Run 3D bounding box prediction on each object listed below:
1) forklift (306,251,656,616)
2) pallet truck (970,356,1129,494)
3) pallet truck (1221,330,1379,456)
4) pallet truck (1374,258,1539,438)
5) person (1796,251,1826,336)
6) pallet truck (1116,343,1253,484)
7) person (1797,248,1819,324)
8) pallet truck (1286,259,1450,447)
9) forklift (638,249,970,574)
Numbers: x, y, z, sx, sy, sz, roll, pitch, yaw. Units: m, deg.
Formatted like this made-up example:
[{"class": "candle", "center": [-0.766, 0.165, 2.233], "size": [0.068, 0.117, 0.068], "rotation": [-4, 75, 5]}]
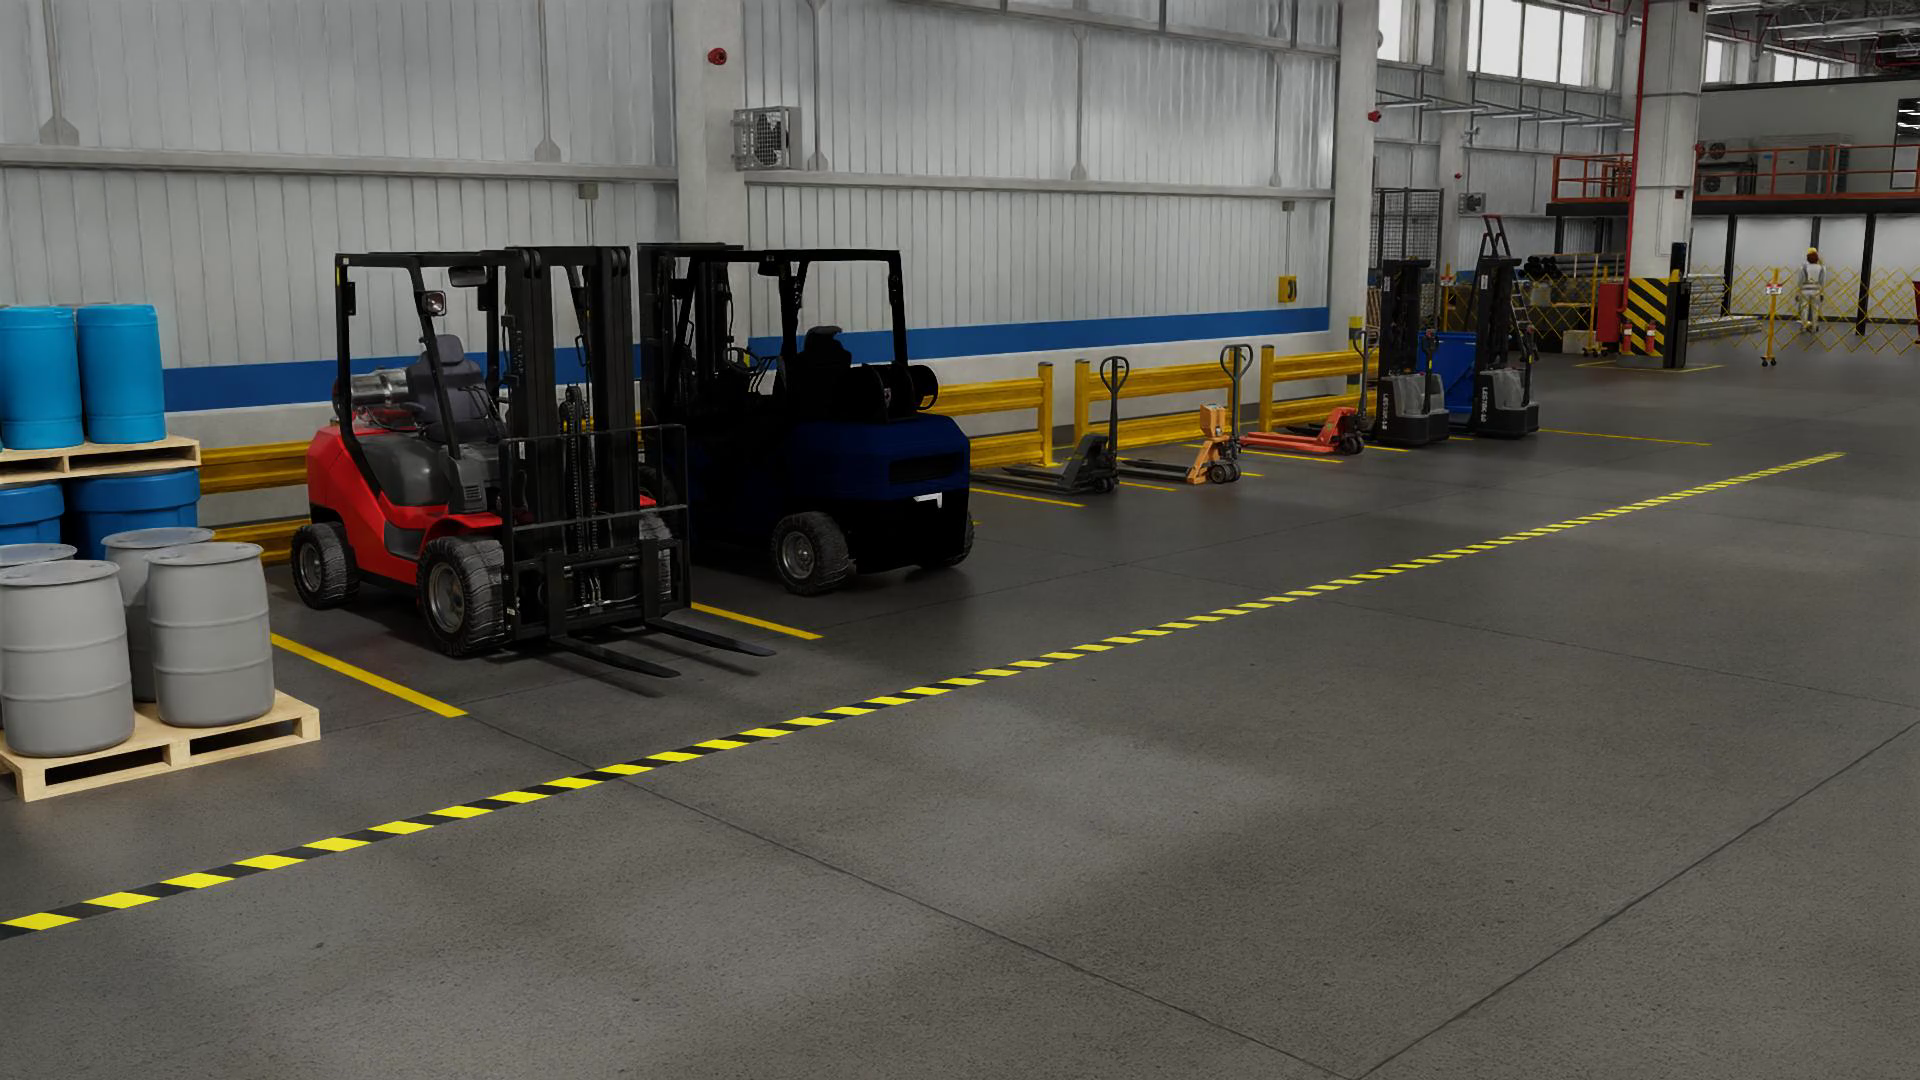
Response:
[{"class": "forklift", "center": [-2.833, -0.669, 9.694], "size": [1.157, 1.987, 2.680], "rotation": [-10, 14, -44]}, {"class": "pallet truck", "center": [0.784, -1.085, 14.876], "size": [0.680, 1.201, 1.601], "rotation": [-10, 14, -44]}, {"class": "pallet truck", "center": [3.563, -1.581, 17.381], "size": [0.653, 1.274, 1.630], "rotation": [-10, 14, -44]}, {"class": "pallet truck", "center": [5.704, -2.208, 18.901], "size": [1.885, 1.965, 0.823], "rotation": [10, 14, 43]}, {"class": "person", "center": [19.066, -5.524, 37.291], "size": [0.585, 1.882, 0.337], "rotation": [2, 11, 9]}, {"class": "pallet truck", "center": [1.962, -1.215, 15.415], "size": [1.522, 1.261, 0.704], "rotation": [10, 14, 43]}, {"class": "person", "center": [21.565, -6.459, 42.274], "size": [0.375, 1.925, 0.595], "rotation": [2, 11, 13]}, {"class": "pallet truck", "center": [4.493, -2.078, 18.196], "size": [0.823, 1.965, 1.885], "rotation": [-9, 14, -40]}, {"class": "forklift", "center": [-1.173, -0.958, 11.239], "size": [2.680, 1.987, 1.157], "rotation": [10, 14, 43]}]
